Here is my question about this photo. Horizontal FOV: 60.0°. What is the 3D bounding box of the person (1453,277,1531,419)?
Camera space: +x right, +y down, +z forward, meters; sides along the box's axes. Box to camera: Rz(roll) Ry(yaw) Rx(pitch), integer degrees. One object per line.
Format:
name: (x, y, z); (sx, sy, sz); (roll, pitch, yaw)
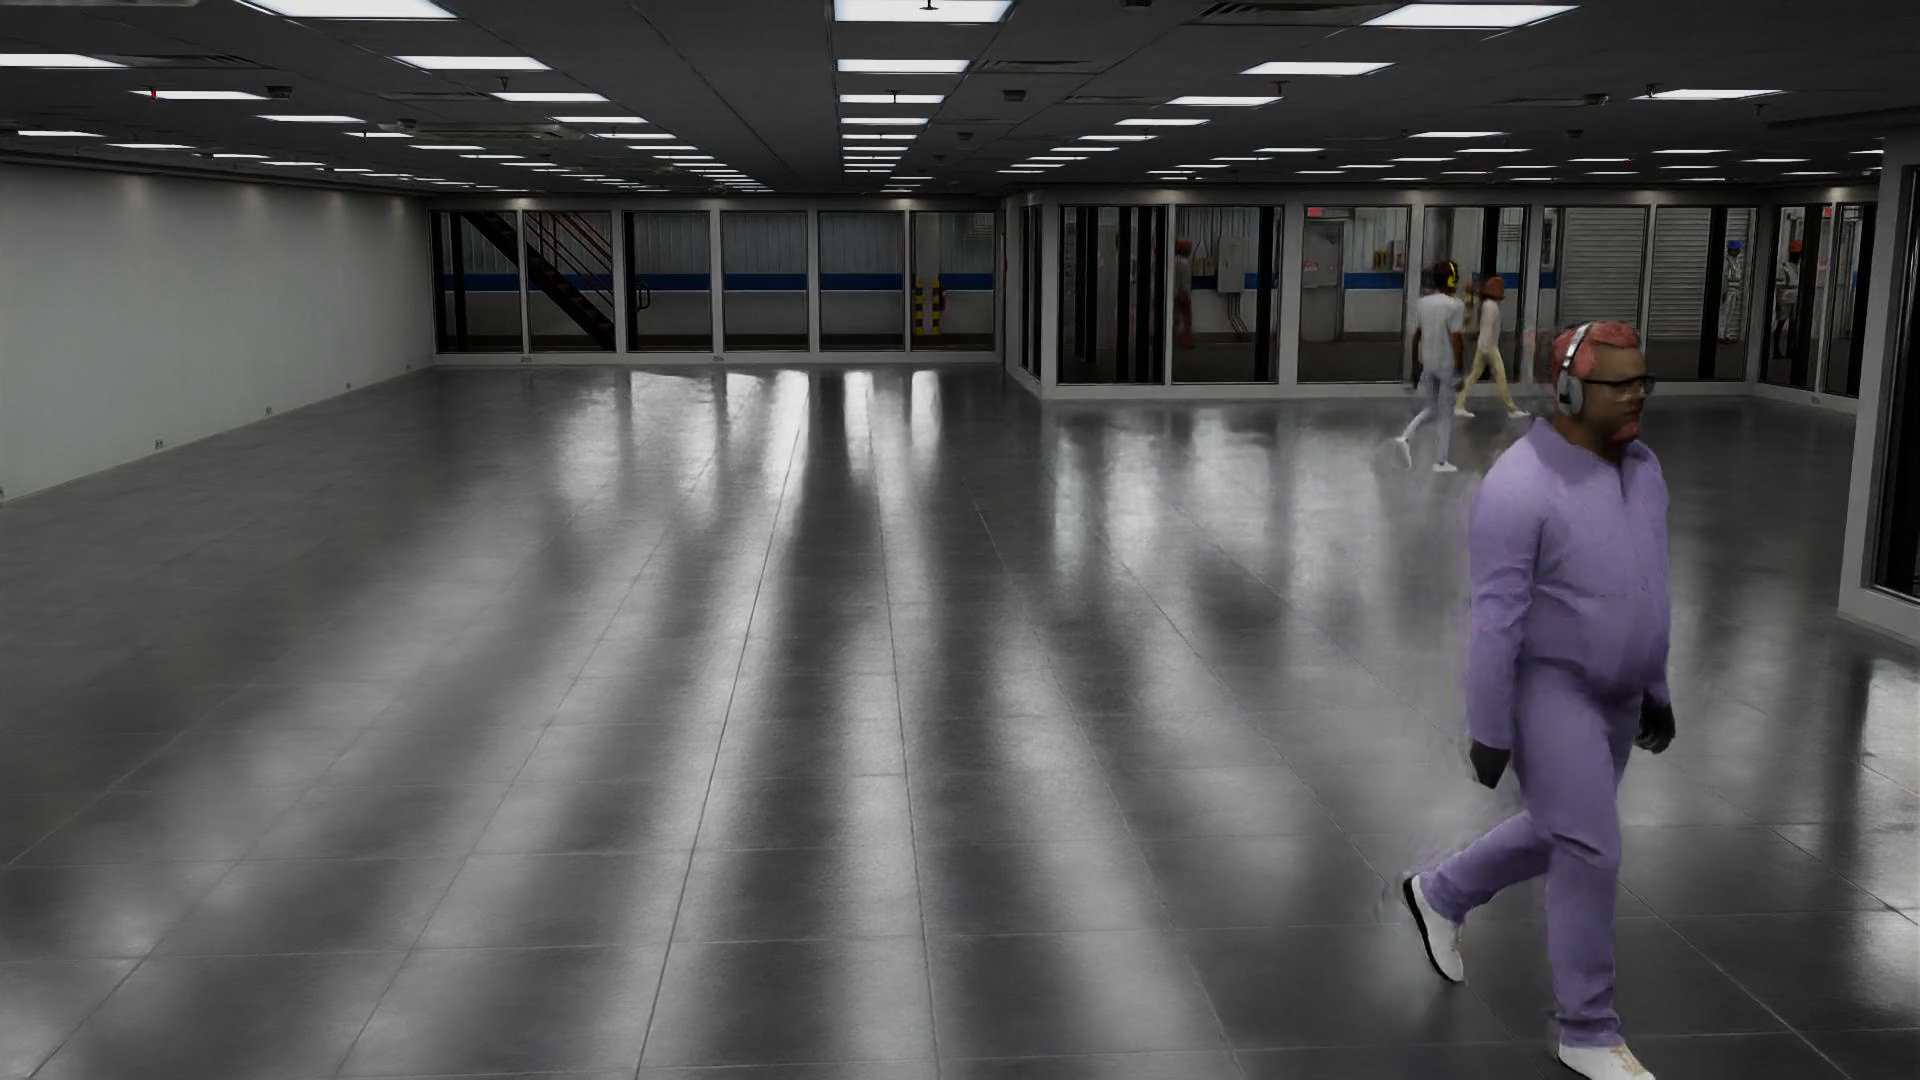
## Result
person: (5.956, -2.146, 18.611); (0.847, 1.582, 0.515); (2, 11, 12)

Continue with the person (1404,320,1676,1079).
person: (1.489, 0.378, 4.220); (0.640, 1.882, 0.840); (-8, 13, -38)

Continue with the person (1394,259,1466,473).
person: (4.090, -1.475, 14.301); (0.602, 1.855, 0.516); (-7, 13, -33)
